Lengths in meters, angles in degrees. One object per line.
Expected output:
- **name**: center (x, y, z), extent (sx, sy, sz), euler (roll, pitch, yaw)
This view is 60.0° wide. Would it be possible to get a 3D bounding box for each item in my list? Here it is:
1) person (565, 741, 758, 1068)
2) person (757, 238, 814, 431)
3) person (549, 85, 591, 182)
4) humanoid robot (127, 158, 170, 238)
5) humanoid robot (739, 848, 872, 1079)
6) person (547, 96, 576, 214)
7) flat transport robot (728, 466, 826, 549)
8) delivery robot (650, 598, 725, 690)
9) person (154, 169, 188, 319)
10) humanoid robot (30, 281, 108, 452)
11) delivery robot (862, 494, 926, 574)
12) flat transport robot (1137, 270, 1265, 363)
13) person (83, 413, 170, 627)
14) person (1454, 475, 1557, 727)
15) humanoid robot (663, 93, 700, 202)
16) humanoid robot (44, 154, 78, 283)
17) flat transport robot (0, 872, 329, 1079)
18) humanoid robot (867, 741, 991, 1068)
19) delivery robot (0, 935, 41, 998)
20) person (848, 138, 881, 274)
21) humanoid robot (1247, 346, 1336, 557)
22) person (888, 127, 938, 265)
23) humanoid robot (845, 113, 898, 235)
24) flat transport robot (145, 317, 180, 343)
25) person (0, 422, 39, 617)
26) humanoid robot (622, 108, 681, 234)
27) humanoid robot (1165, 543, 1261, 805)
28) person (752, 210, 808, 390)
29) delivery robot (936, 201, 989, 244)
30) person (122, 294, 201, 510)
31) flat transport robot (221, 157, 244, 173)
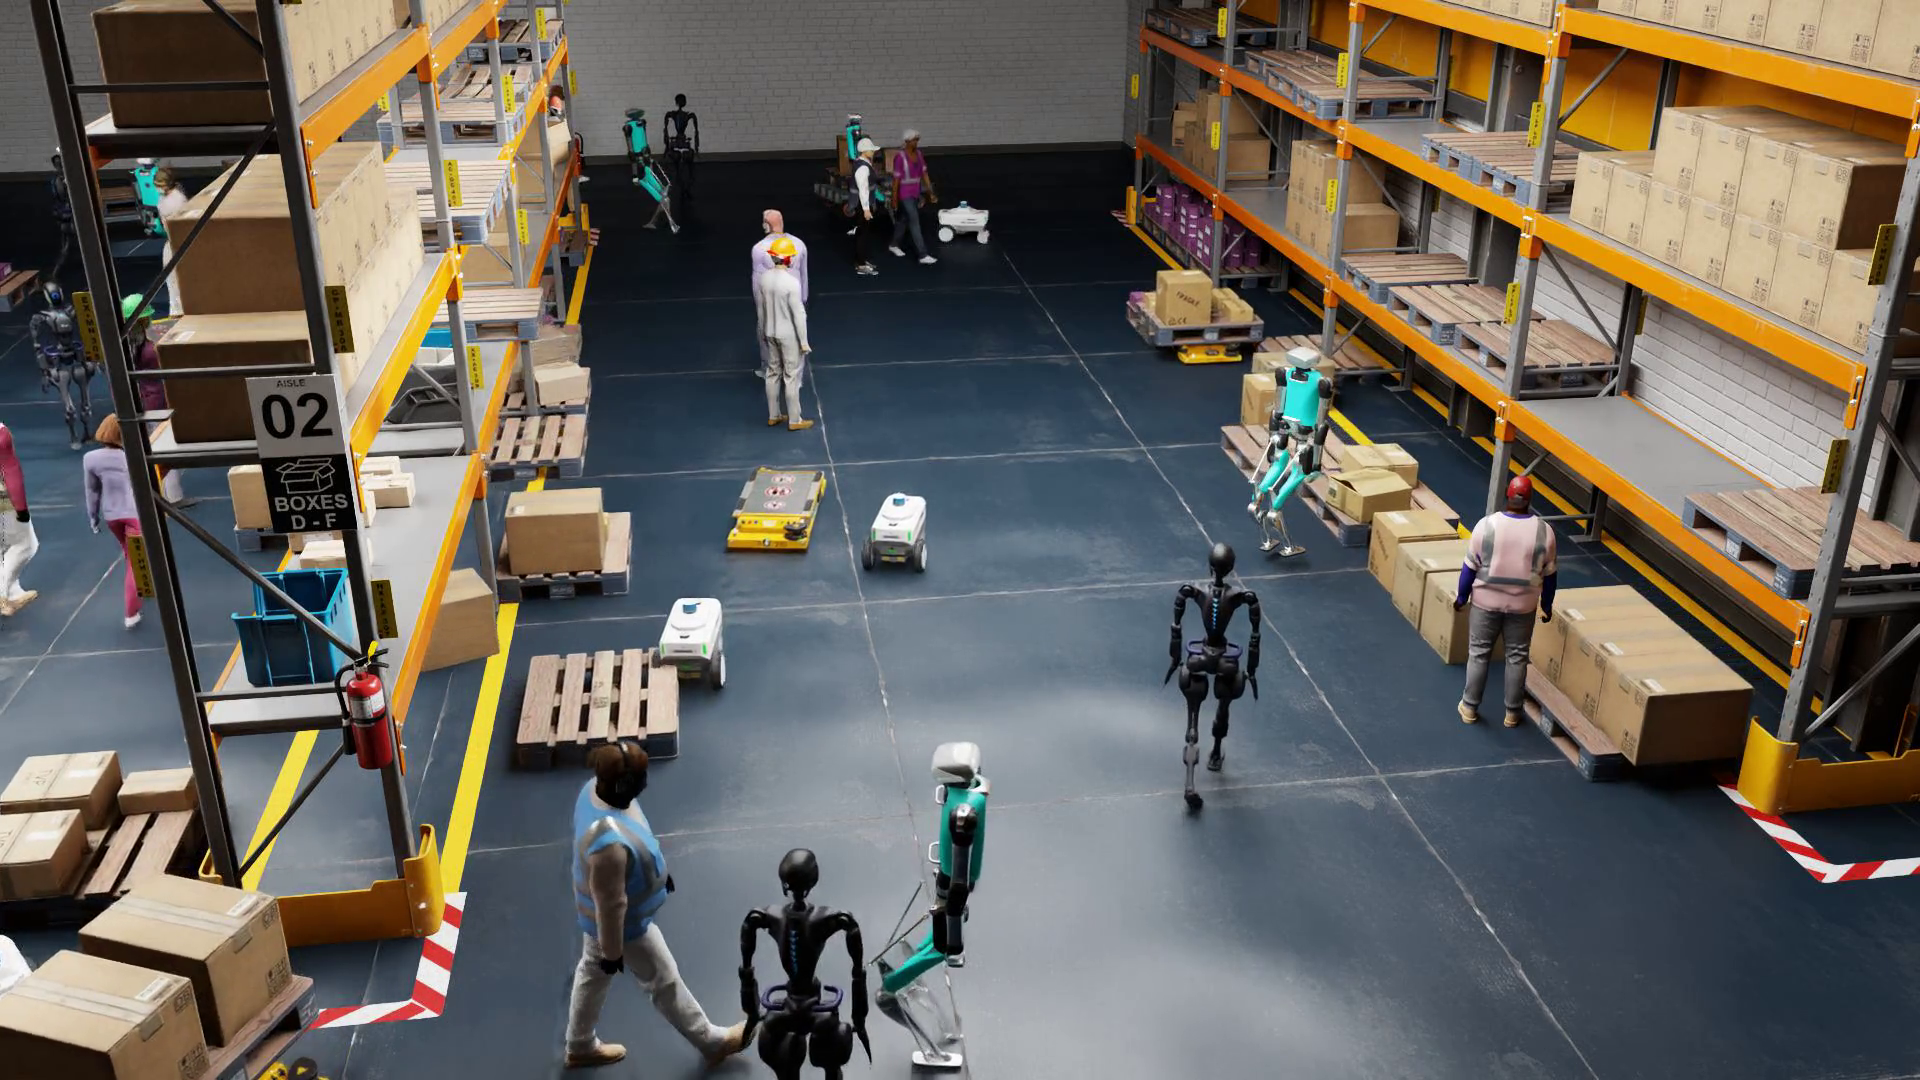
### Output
- **person**: center (-1.492, 1.737, 7.846), extent (0.951, 1.783, 0.609), euler (-8, 25, -17)
- **person**: center (-1.713, -2.006, 16.229), extent (0.575, 1.893, 0.374), euler (16, 29, 33)
- **person**: center (-6.475, -6.576, 27.010), extent (0.819, 1.586, 0.502), euler (-9, 25, -19)
- **humanoid robot**: center (-10.026, -4.039, 21.096), extent (0.543, 1.795, 0.818), euler (1, 24, 3)
- **humanoid robot**: center (-0.672, 2.076, 7.225), extent (0.595, 1.635, 0.637), euler (2, 24, 4)
- **person**: center (-5.999, -5.750, 24.929), extent (0.562, 1.751, 0.325), euler (1, 24, 3)
- **flat transport robot**: center (-1.560, -0.286, 14.330), extent (0.659, 0.231, 1.431), euler (1, 24, 2)
- **delivery robot**: center (-1.890, 0.717, 11.710), extent (0.499, 0.611, 0.814), euler (0, 24, 0)
- **person**: center (-9.166, -3.417, 19.450), extent (0.747, 1.885, 0.707), euler (-22, 32, -40)
- **humanoid robot**: center (-8.396, -1.653, 15.702), extent (0.422, 1.644, 0.589), euler (21, 31, 39)
- **delivery robot**: center (-0.498, -0.076, 13.493), extent (0.499, 0.592, 0.771), euler (3, 24, 8)
- **flat transport robot**: center (2.685, -2.301, 18.920), extent (0.659, 0.231, 1.431), euler (-3, 24, -7)
- **person**: center (-6.225, -0.194, 12.471), extent (0.517, 1.578, 0.863), euler (0, 24, 0)
- **person**: center (3.572, 0.400, 10.921), extent (0.622, 1.751, 0.419), euler (6, 24, 12)
- **humanoid robot**: center (-4.336, -6.049, 25.710), extent (0.600, 1.648, 0.437), euler (3, 24, 6)
- **humanoid robot**: center (-11.518, -4.125, 21.411), extent (0.610, 1.650, 0.775), euler (16, 28, 32)
- **flat transport robot**: center (-3.763, 2.591, 7.776), extent (1.431, 0.231, 0.659), euler (7, 25, 16)
- **humanoid robot**: center (-0.190, 1.783, 7.832), extent (0.654, 1.832, 0.539), euler (1, 24, 2)
- **delivery robot**: center (-4.723, 2.257, 8.152), extent (0.501, 0.572, 0.743), euler (-20, 30, -38)
- **person**: center (-1.246, -4.382, 21.805), extent (0.447, 1.756, 0.769), euler (-2, 24, -5)
- **humanoid robot**: center (2.539, -0.657, 13.183), extent (0.735, 1.677, 0.533), euler (-20, 31, -38)
- **person**: center (-0.664, -4.651, 22.375), extent (0.983, 1.793, 0.504), euler (17, 29, 34)
- **humanoid robot**: center (-1.179, -5.205, 23.760), extent (0.927, 1.789, 0.548), euler (-5, 24, -12)
- **flat transport robot**: center (-8.978, -2.255, 18.816), extent (0.659, 0.231, 1.431), euler (-22, 32, -40)
- **person**: center (-7.235, -0.262, 12.352), extent (0.647, 1.815, 0.587), euler (7, 25, 15)
- **humanoid robot**: center (-4.329, -5.247, 23.880), extent (0.883, 1.834, 0.569), euler (7, 25, 16)
- **humanoid robot**: center (1.538, 0.809, 10.171), extent (0.584, 1.643, 0.795), euler (5, 24, 12)
- **person**: center (-1.932, -2.542, 17.471), extent (0.683, 1.870, 0.810), euler (-14, 27, -29)
- **delivery robot**: center (0.031, -4.487, 23.567), extent (0.816, 0.612, 0.499), euler (2, 24, 4)
- **person**: center (-6.905, -1.158, 14.203), extent (0.504, 1.906, 0.451), euler (10, 26, 22)
- **flat transport robot**: center (-10.005, -4.824, 24.669), extent (0.659, 0.231, 1.431), euler (-20, 31, -38)
